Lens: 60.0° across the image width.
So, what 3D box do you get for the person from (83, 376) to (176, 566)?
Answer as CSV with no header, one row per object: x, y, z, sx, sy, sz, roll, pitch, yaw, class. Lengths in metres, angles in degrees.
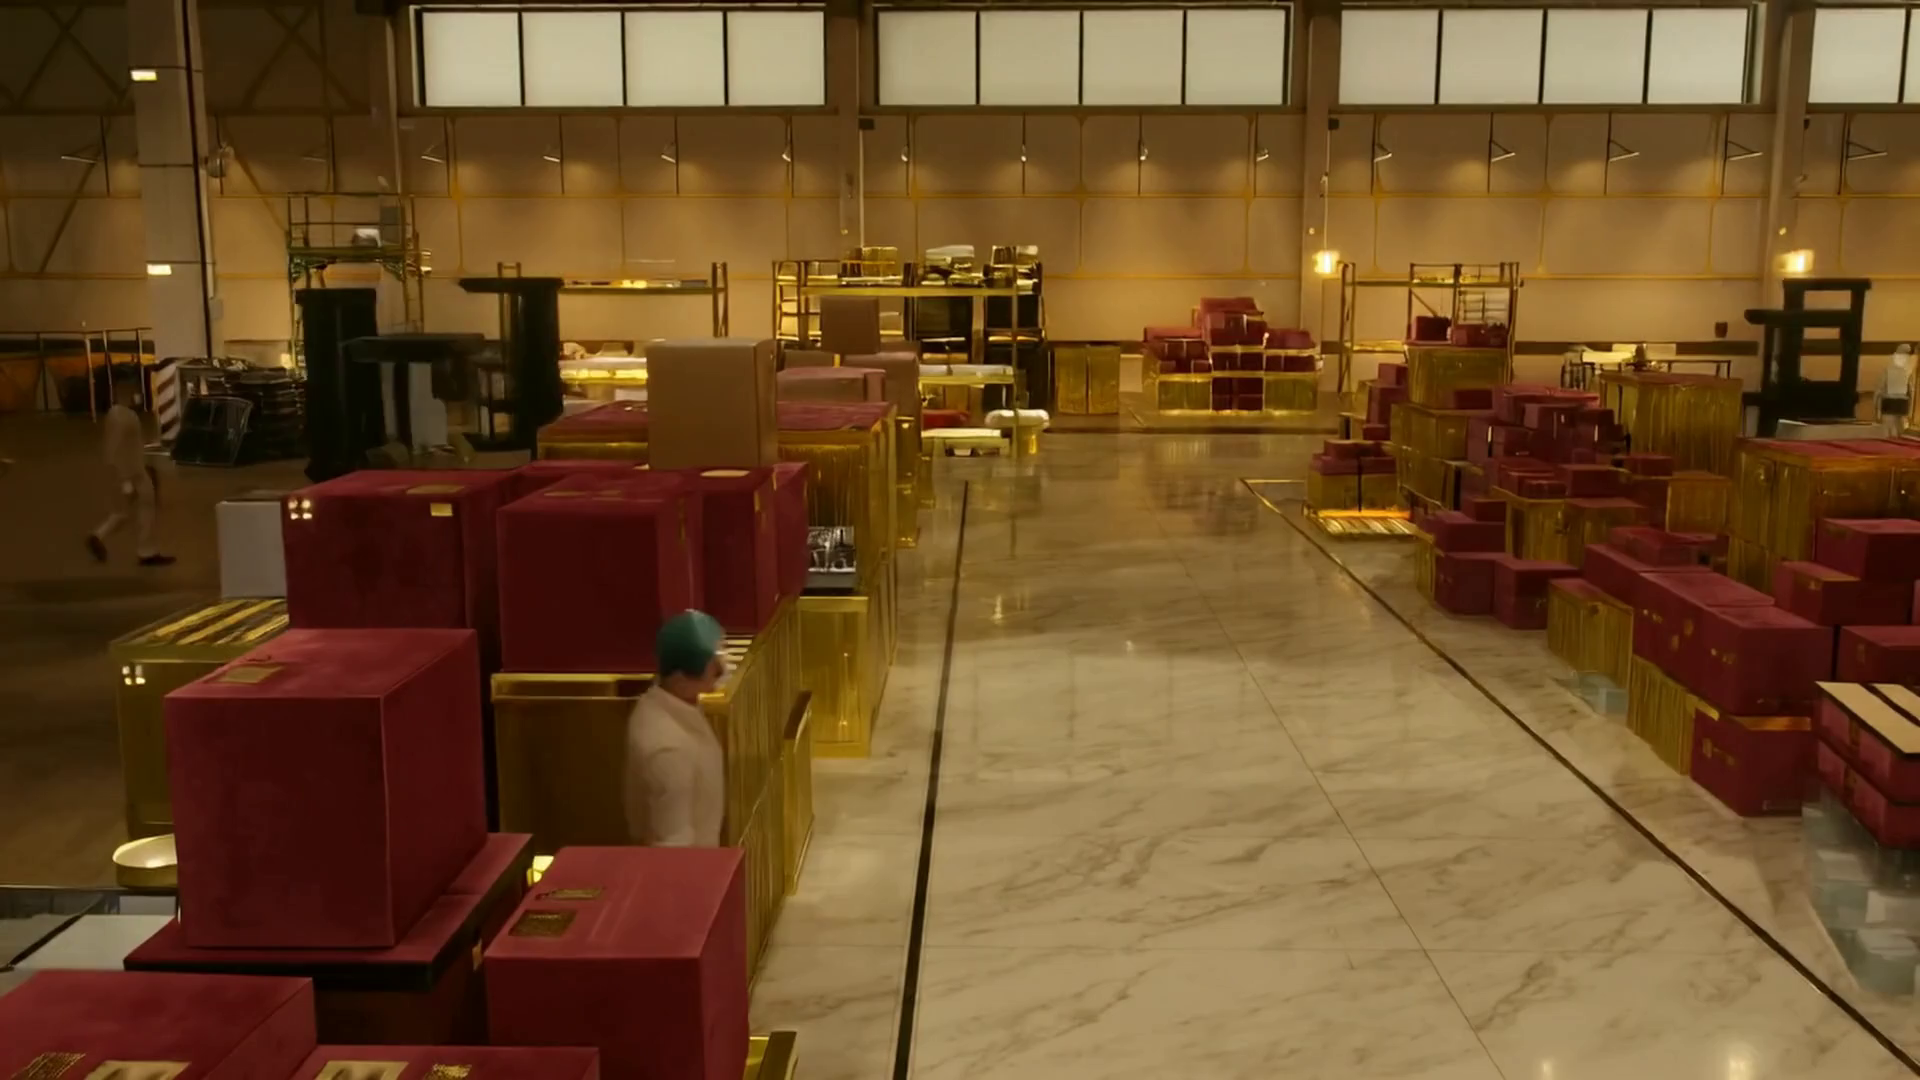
-8.311,-0.671,16.541,0.736,1.917,0.640,-5,11,-26,person

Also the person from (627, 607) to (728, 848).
-1.028,1.170,5.551,0.781,1.909,0.642,-2,10,-14,person

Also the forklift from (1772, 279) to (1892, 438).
10.716,-1.859,20.770,1.129,2.768,1.873,0,9,1,forklift

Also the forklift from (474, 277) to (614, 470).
-5.764,-2.251,23.121,1.873,2.768,1.129,-4,10,-25,forklift

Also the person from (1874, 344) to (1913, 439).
13.163,-1.808,23.422,0.552,1.906,0.846,7,12,35,person

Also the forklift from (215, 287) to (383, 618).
-5.142,-0.713,13.904,1.873,2.768,1.129,0,9,1,forklift
